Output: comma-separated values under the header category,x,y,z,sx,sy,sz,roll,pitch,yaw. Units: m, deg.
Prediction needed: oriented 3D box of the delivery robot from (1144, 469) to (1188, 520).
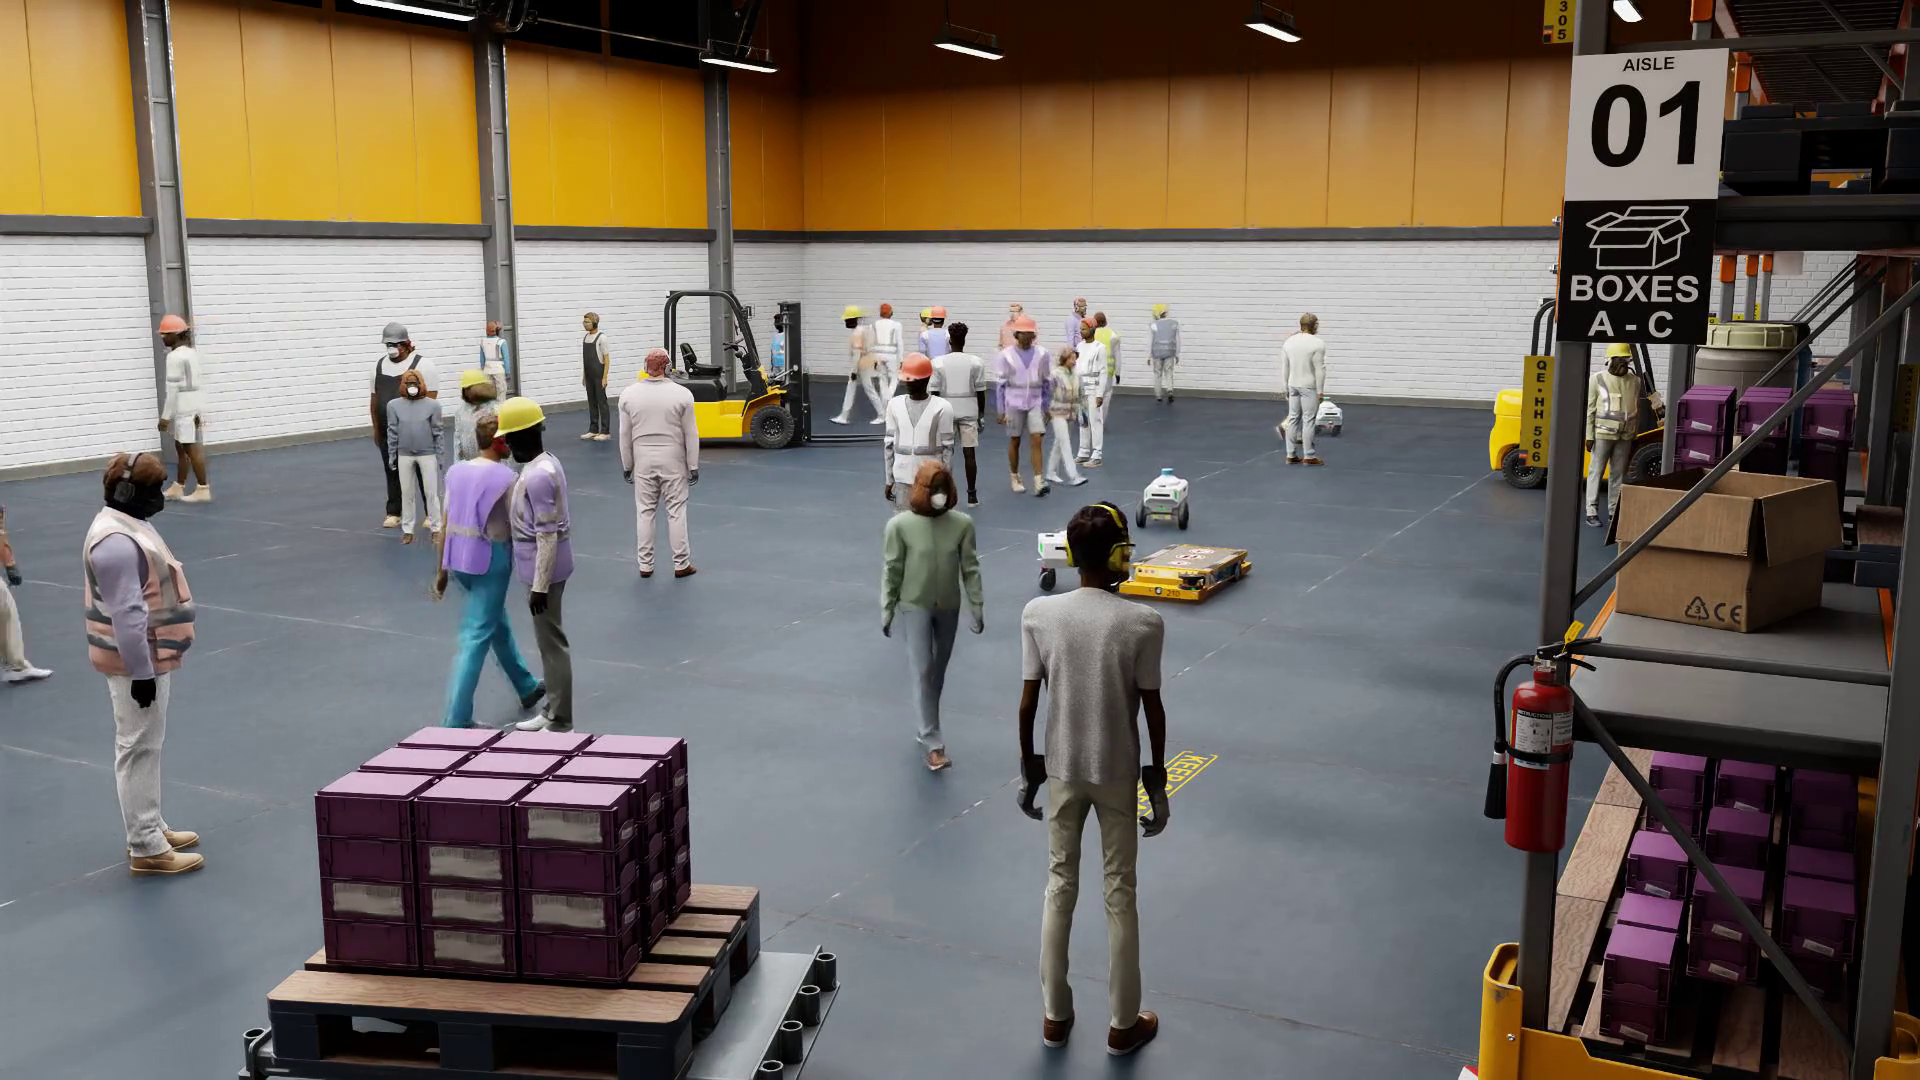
category,x,y,z,sx,sy,sz,roll,pitch,yaw
delivery robot,2.038,-0.461,16.423,0.477,0.478,0.707,3,10,15

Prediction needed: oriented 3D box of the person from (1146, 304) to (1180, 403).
category,x,y,z,sx,sy,sz,roll,pitch,yaw
person,3.613,-3.319,29.692,0.612,1.790,0.531,-1,10,-4

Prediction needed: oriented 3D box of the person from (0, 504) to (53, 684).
category,x,y,z,sx,sy,sz,roll,pitch,yaw
person,-5.871,0.140,10.129,0.711,1.608,0.543,-9,13,-41

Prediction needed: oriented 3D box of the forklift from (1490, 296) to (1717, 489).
category,x,y,z,sx,sy,sz,roll,pitch,yaw
forklift,7.296,-1.677,18.993,2.313,2.155,1.214,5,11,27

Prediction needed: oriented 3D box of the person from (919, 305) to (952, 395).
category,x,y,z,sx,sy,sz,roll,pitch,yaw
person,-0.306,-2.380,23.809,0.542,1.938,0.358,1,10,4

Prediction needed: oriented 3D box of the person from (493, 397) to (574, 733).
category,x,y,z,sx,sy,sz,roll,pitch,yaw
person,-2.309,0.174,9.088,0.396,1.915,0.589,-2,10,-13

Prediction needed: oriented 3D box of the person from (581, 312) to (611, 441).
category,x,y,z,sx,sy,sz,roll,pitch,yaw
person,-5.233,-2.342,23.854,0.517,1.843,0.325,8,13,39

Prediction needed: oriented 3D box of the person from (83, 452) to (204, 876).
category,x,y,z,sx,sy,sz,roll,pitch,yaw
person,-3.554,0.531,7.254,0.429,1.837,0.620,-4,11,-24

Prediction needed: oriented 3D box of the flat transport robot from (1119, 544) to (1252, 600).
category,x,y,z,sx,sy,sz,roll,pitch,yaw
flat transport robot,1.844,0.242,13.449,0.652,0.197,1.431,5,11,26

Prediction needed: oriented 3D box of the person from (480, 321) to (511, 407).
category,x,y,z,sx,sy,sz,roll,pitch,yaw
person,-7.183,-2.563,25.730,0.522,1.640,0.306,4,10,21

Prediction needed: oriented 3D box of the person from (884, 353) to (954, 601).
category,x,y,z,sx,sy,sz,roll,pitch,yaw
person,-0.325,-0.472,12.785,0.542,1.930,0.375,2,10,13

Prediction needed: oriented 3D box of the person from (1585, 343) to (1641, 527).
category,x,y,z,sx,sy,sz,roll,pitch,yaw
person,6.426,-1.045,16.370,0.590,1.837,0.404,-2,10,-12

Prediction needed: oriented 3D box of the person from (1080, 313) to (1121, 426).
category,x,y,z,sx,sy,sz,roll,pitch,yaw
person,2.092,-2.529,25.124,0.630,1.780,0.972,-1,10,-6

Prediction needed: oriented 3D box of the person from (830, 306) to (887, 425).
category,x,y,z,sx,sy,sz,roll,pitch,yaw
person,-1.555,-2.716,25.957,0.933,1.875,0.593,-2,10,-14

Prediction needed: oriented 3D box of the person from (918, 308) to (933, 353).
category,x,y,z,sx,sy,sz,roll,pitch,yaw
person,-0.568,-2.991,27.860,0.329,1.763,0.523,-1,10,-4

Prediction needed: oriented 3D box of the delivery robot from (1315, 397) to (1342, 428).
category,x,y,z,sx,sy,sz,roll,pitch,yaw
delivery robot,5.407,-1.863,24.543,0.477,0.478,0.707,0,10,1

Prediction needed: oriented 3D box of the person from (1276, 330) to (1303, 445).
category,x,y,z,sx,sy,sz,roll,pitch,yaw
person,4.655,-2.112,23.157,0.552,1.614,0.518,-4,11,-22

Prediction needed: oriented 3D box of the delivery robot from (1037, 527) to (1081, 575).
category,x,y,z,sx,sy,sz,roll,pitch,yaw
delivery robot,0.975,0.069,13.358,0.707,0.478,0.477,0,10,3

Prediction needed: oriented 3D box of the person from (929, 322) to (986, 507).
category,x,y,z,sx,sy,sz,roll,pitch,yaw
person,-0.026,-1.318,17.578,0.607,1.965,0.366,-1,10,-4

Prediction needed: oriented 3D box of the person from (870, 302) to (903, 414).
category,x,y,z,sx,sy,sz,roll,pitch,yaw
person,-1.226,-3.014,27.688,0.604,1.862,0.463,3,10,18

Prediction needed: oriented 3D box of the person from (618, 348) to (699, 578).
category,x,y,z,sx,sy,sz,roll,pitch,yaw
person,-2.477,-0.634,13.789,0.653,1.906,0.405,0,10,3

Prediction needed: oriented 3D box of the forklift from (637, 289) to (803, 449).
category,x,y,z,sx,sy,sz,roll,pitch,yaw
forklift,-3.358,-2.392,23.136,2.313,2.155,1.214,-1,10,-5

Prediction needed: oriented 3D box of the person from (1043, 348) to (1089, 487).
category,x,y,z,sx,sy,sz,roll,pitch,yaw
person,1.250,-1.413,19.221,0.525,1.585,0.877,-8,13,-40

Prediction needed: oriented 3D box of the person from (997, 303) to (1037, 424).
category,x,y,z,sx,sy,sz,roll,pitch,yaw
person,0.877,-2.761,26.104,0.643,1.910,0.399,5,11,27

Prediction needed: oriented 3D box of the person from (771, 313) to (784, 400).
category,x,y,z,sx,sy,sz,roll,pitch,yaw
person,-2.939,-2.892,27.465,0.540,1.697,0.317,9,13,42

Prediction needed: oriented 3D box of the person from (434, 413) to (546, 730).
category,x,y,z,sx,sy,sz,roll,pitch,yaw
person,-2.616,0.174,9.439,0.597,1.787,0.962,7,12,35

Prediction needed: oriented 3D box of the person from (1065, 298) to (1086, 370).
category,x,y,z,sx,sy,sz,roll,pitch,yaw
person,2.068,-3.222,28.767,0.404,1.911,0.636,6,11,30

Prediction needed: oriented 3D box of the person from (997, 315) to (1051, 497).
category,x,y,z,sx,sy,sz,roll,pitch,yaw
person,0.733,-1.467,18.328,0.640,1.997,1.023,-2,10,-12

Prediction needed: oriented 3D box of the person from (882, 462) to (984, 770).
category,x,y,z,sx,sy,sz,roll,pitch,yaw
person,-0.116,0.392,8.752,0.524,1.593,0.771,-4,11,-23

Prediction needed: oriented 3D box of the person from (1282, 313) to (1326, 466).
category,x,y,z,sx,sy,sz,roll,pitch,yaw
person,4.350,-1.901,21.039,0.374,1.936,0.628,-8,13,-39

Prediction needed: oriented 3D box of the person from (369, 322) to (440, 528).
category,x,y,z,sx,sy,sz,roll,pitch,yaw
person,-5.441,-1.121,16.222,0.691,2.000,0.537,1,10,5

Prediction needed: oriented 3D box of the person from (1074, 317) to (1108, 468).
category,x,y,z,sx,sy,sz,roll,pitch,yaw
person,1.616,-1.856,20.932,0.349,1.882,0.584,-6,12,-32

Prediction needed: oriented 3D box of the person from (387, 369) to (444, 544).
category,x,y,z,sx,sy,sz,roll,pitch,yaw
person,-5.024,-0.767,15.383,0.505,1.629,0.279,-1,10,-7

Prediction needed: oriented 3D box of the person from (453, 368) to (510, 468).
category,x,y,z,sx,sy,sz,roll,pitch,yaw
person,-4.145,-0.674,14.586,0.476,1.704,0.813,3,10,19

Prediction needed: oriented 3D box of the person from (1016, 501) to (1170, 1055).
category,x,y,z,sx,sy,sz,roll,pitch,yaw
person,0.447,0.801,5.602,0.534,1.865,0.309,3,10,18

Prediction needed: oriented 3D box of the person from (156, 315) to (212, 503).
category,x,y,z,sx,sy,sz,roll,pitch,yaw
person,-8.412,-1.391,17.874,0.559,2.044,0.627,-2,10,-11
